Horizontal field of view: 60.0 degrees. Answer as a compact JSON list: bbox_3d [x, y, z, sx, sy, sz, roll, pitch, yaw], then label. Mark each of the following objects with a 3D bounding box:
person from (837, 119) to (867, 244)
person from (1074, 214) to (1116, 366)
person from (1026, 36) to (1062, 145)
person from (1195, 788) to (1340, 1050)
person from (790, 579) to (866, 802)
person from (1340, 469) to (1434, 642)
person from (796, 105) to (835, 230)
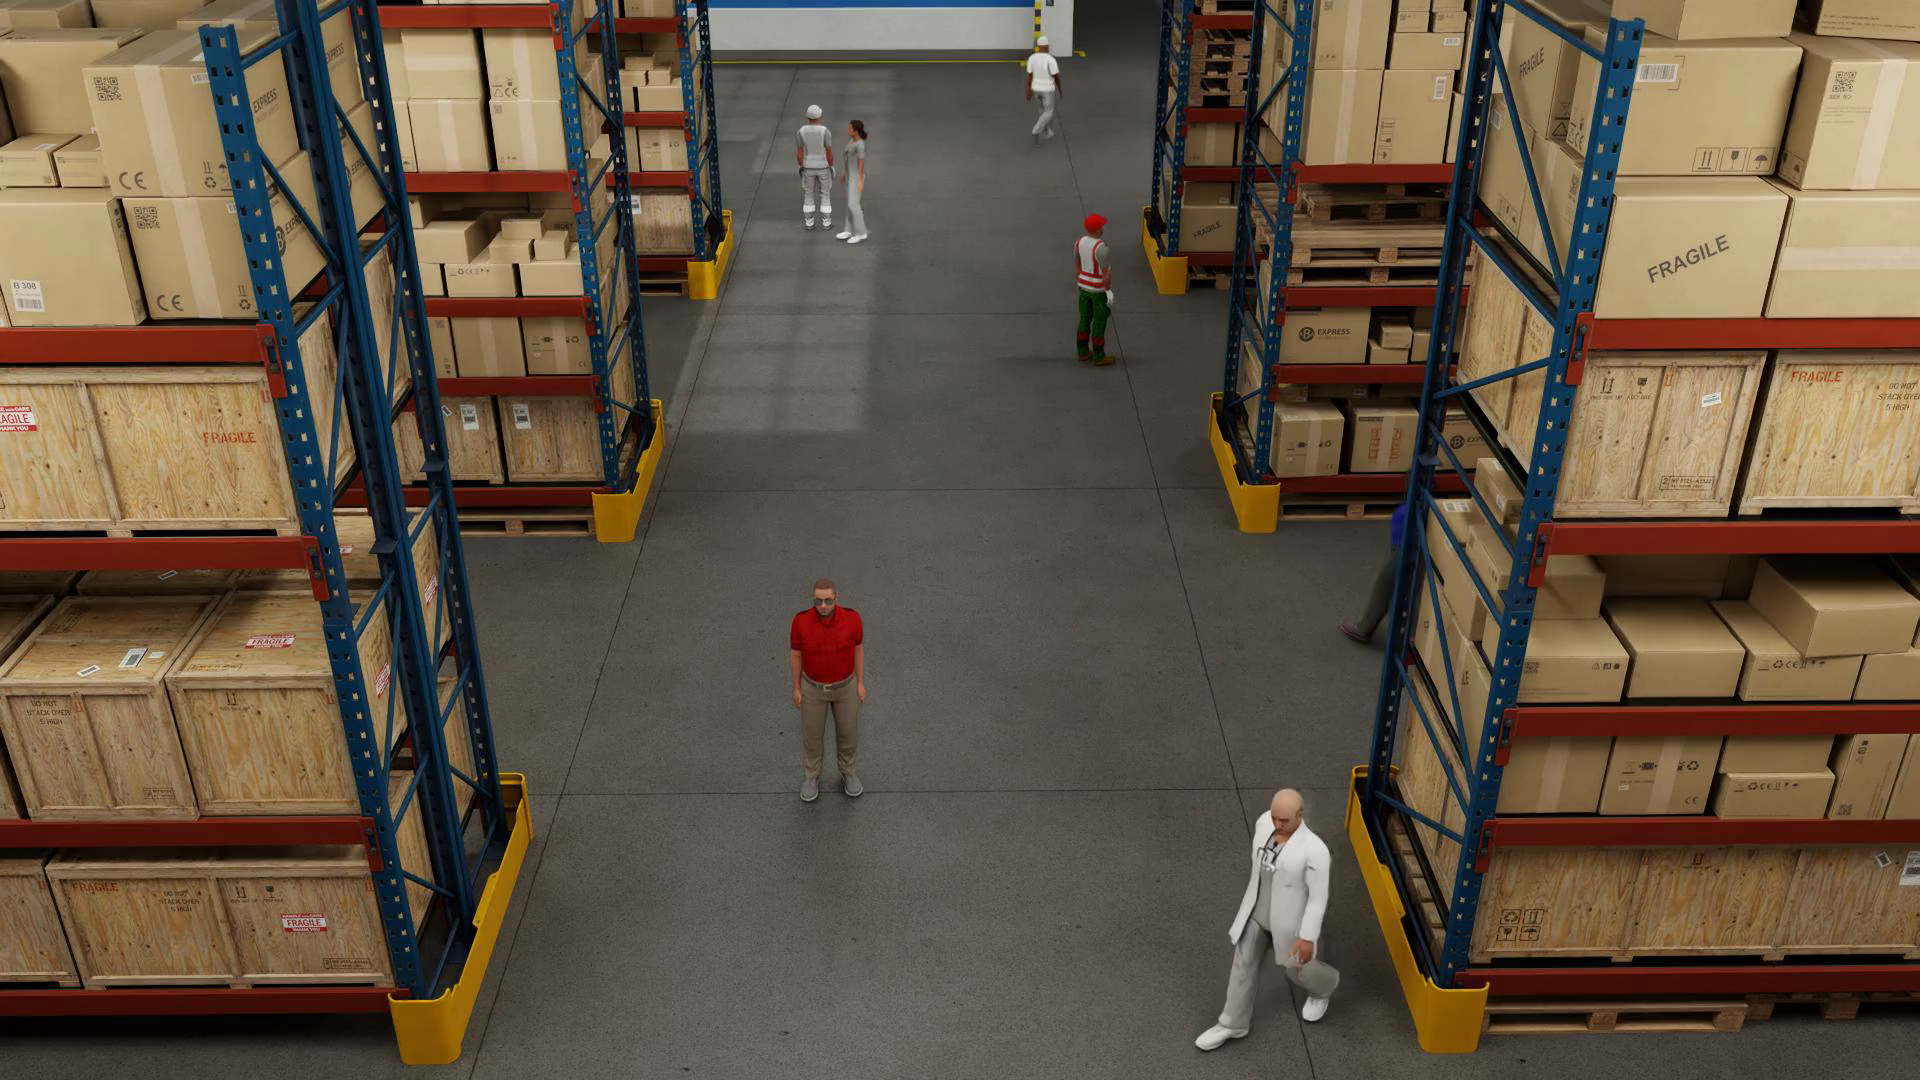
[{"bbox_3d":[-1.511,-5.047,23.353,0.481,1.689,0.485,-10,30,-17],"label":"person"},{"bbox_3d":[1.576,-2.920,19.304,0.374,1.794,0.540,-23,36,-36],"label":"person"},{"bbox_3d":[1.413,-7.596,28.052,0.615,1.748,0.898,20,34,32],"label":"person"},{"bbox_3d":[1.896,2.198,9.803,1.002,1.756,0.613,-21,35,-34],"label":"person"},{"bbox_3d":[-0.940,1.070,11.956,0.527,1.730,0.369,-4,29,-8],"label":"person"},{"bbox_3d":[3.599,0.131,13.784,0.715,1.646,0.472,17,32,28],"label":"person"},{"bbox_3d":[-2.051,-5.341,23.815,0.546,1.794,0.385,2,28,3],"label":"person"}]
